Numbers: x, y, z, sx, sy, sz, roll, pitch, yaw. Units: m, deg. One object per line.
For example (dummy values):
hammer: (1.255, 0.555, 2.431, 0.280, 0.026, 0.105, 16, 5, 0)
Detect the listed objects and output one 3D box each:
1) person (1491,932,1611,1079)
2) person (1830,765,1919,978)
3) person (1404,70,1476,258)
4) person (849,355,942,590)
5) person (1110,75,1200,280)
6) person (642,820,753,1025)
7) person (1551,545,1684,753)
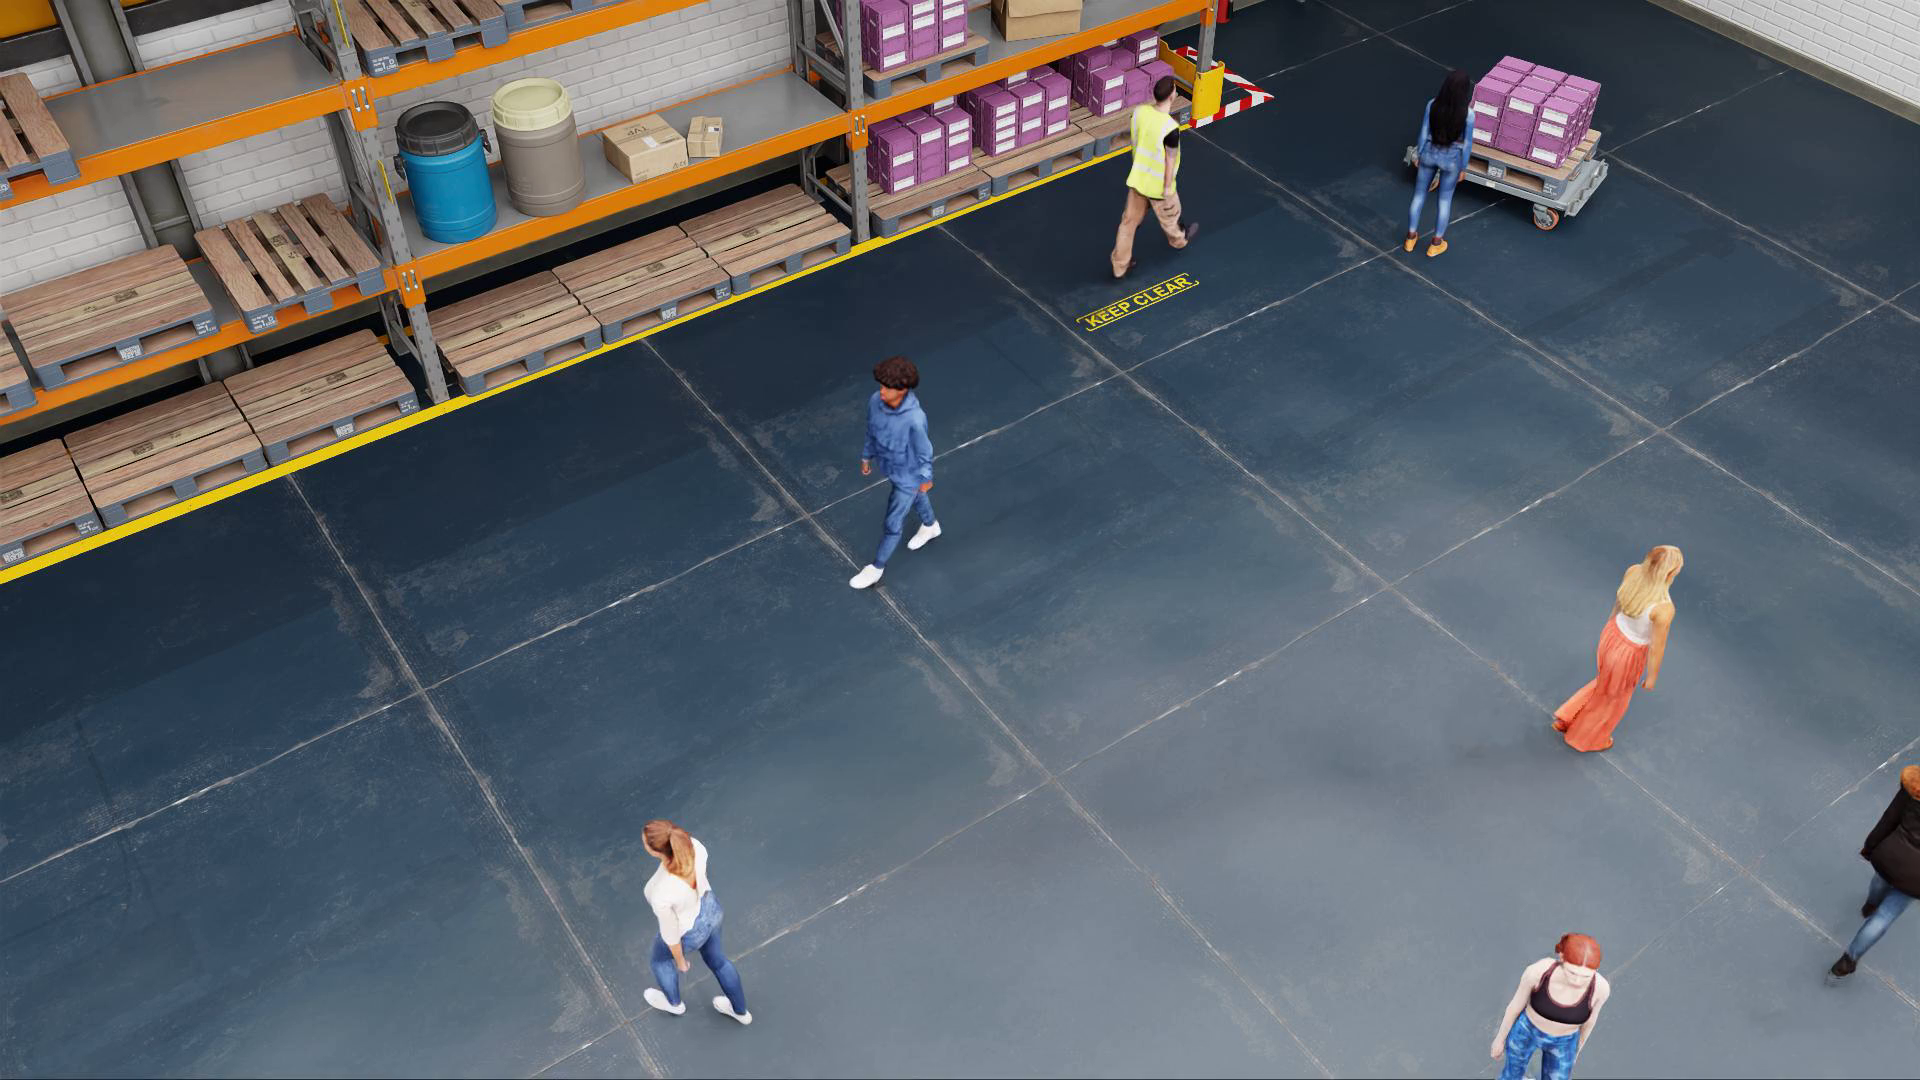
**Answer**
person: (2.898, 2.428, 8.302, 0.724, 1.779, 0.787, 14, 45, 14)
person: (5.172, 1.794, 9.095, 1.033, 1.604, 0.659, -28, 50, -26)
person: (4.127, -3.235, 14.293, 0.674, 1.714, 0.653, 23, 48, 22)
person: (-0.339, -0.543, 11.430, 1.171, 1.766, 0.780, -33, 52, -29)
person: (1.571, -2.986, 13.982, 0.851, 1.782, 1.246, 34, 53, 30)
person: (-1.334, 2.070, 8.738, 0.867, 1.697, 0.884, 24, 49, 23)
person: (3.944, 0.698, 10.111, 0.919, 1.789, 0.824, -6, 44, -6)
